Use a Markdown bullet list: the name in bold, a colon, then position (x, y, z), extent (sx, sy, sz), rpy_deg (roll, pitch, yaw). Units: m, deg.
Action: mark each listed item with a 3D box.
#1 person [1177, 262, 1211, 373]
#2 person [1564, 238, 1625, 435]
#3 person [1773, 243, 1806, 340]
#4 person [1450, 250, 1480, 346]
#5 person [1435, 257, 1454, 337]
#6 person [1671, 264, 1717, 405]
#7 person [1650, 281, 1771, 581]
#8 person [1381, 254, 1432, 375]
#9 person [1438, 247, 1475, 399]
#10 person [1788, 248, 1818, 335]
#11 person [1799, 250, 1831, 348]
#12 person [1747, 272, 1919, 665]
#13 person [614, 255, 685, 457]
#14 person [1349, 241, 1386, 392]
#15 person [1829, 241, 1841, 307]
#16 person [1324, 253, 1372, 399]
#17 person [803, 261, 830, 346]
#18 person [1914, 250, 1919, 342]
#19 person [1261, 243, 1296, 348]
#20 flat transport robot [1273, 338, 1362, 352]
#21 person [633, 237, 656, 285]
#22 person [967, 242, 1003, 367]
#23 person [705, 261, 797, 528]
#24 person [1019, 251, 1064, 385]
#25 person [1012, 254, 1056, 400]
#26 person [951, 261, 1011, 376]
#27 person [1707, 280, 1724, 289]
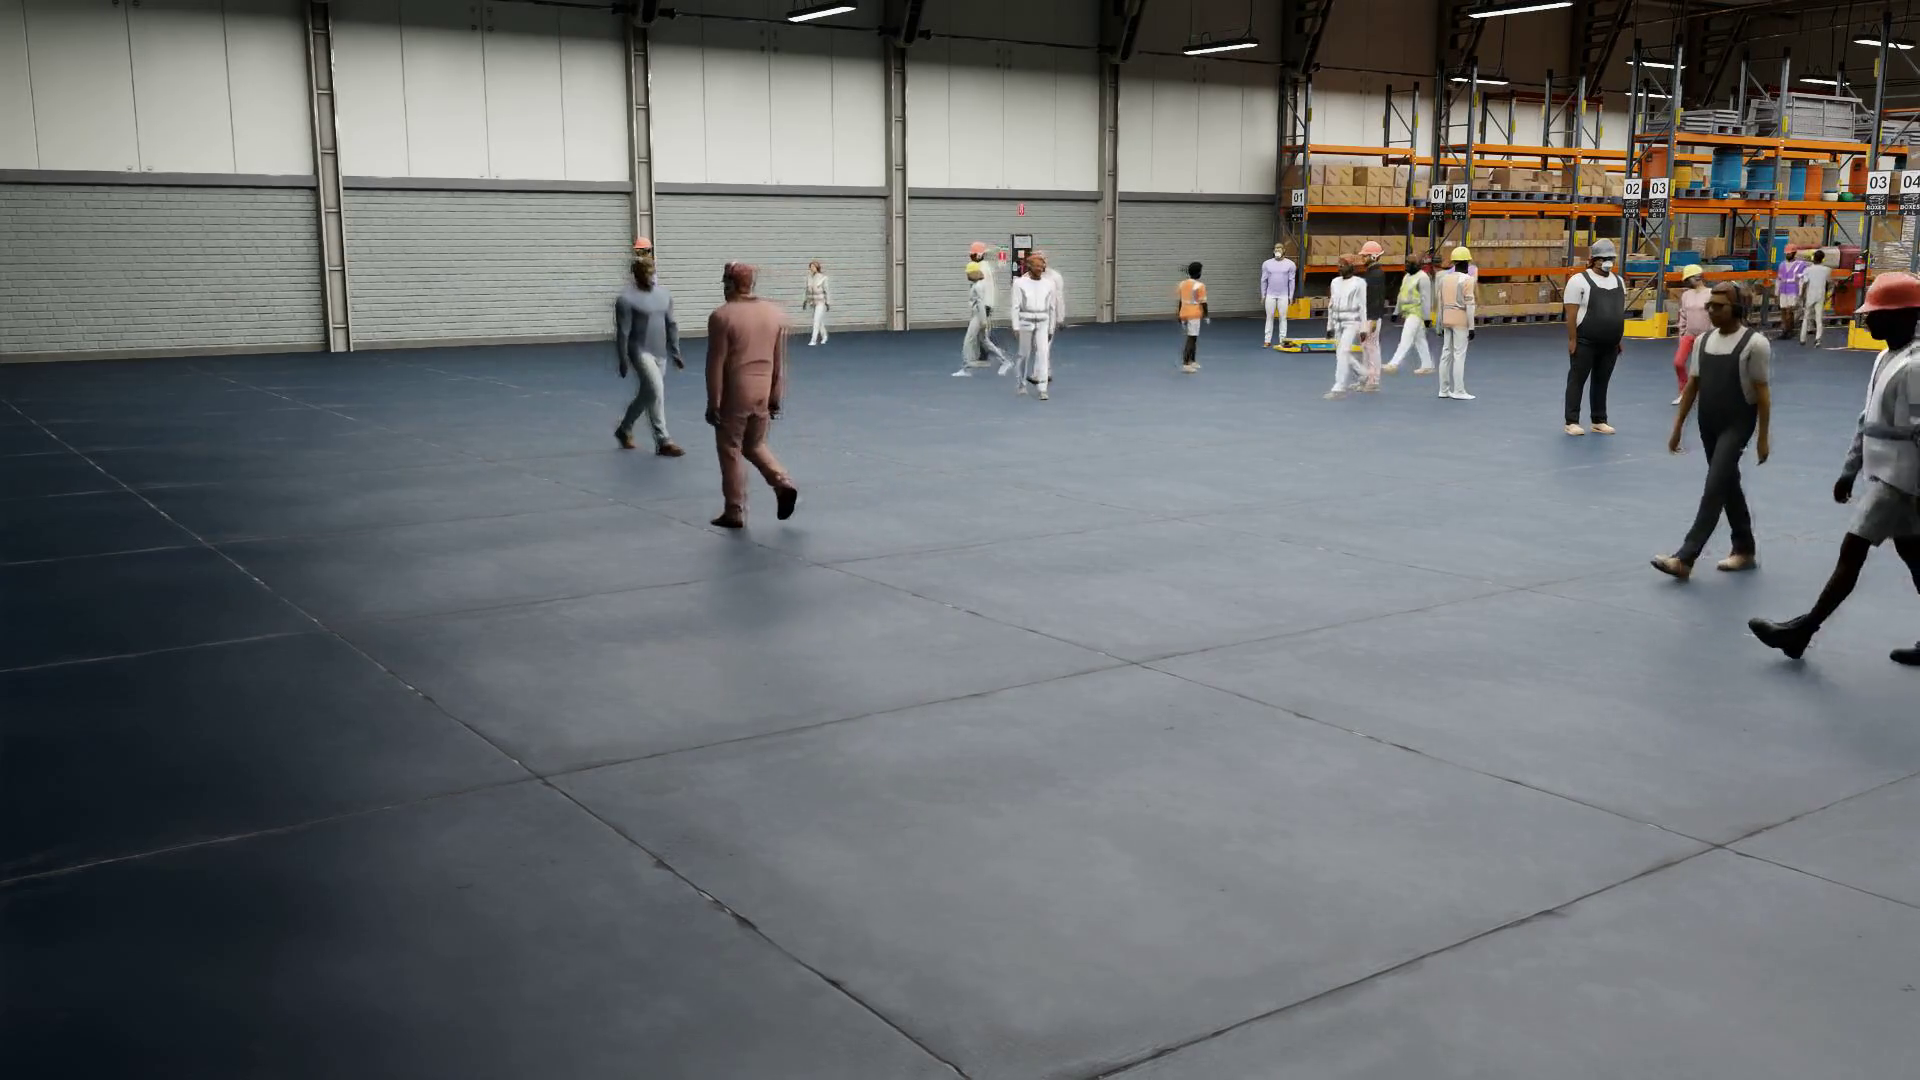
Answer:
- **person**: position (3.608, -3.374, 25.238), extent (0.662, 1.671, 0.558), rpy_deg (-6, 12, -32)
- **person**: position (6.648, -2.108, 17.313), extent (0.672, 2.000, 0.536), rpy_deg (-3, 11, -16)
- **person**: position (16.564, -4.959, 33.272), extent (0.419, 1.920, 0.573), rpy_deg (-7, 12, -32)
- **person**: position (9.395, -4.508, 31.053), extent (0.743, 1.824, 0.604), rpy_deg (-8, 13, -37)
- **person**: position (10.019, -4.998, 34.266), extent (0.286, 1.636, 0.499), rpy_deg (-10, 14, -44)
- **person**: position (8.894, -2.444, 20.037), extent (0.395, 1.730, 0.558), rpy_deg (-7, 12, -33)
- **person**: position (4.565, -0.657, 10.052), extent (0.972, 1.791, 0.540), rpy_deg (-4, 11, -22)
- **person**: position (6.700, -3.356, 24.838), extent (0.961, 1.788, 0.630), rpy_deg (-1, 10, -6)
- **person**: position (6.317, -2.748, 21.126), extent (0.355, 1.930, 0.587), rpy_deg (-5, 12, -26)
- **person**: position (17.775, -5.203, 34.904), extent (0.616, 1.811, 0.604), rpy_deg (-4, 11, -22)
- **person**: position (15.950, -4.491, 31.009), extent (0.489, 1.821, 0.954), rpy_deg (3, 11, 17)
- **person**: position (4.379, -0.329, 7.981), extent (0.999, 1.879, 0.572), rpy_deg (3, 11, 15)
- **person**: position (-3.016, -1.757, 15.828), extent (1.019, 1.896, 0.627), rpy_deg (7, 13, 35)
- **person**: position (5.474, -2.981, 22.228), extent (0.378, 1.995, 0.612), rpy_deg (-1, 10, -4)
- **person**: position (25.231, -7.690, 48.230), extent (0.908, 1.934, 0.605), rpy_deg (5, 12, 28)
- **person**: position (5.014, -2.744, 21.330), extent (0.801, 1.859, 0.600), rpy_deg (-6, 12, -31)
- **person**: position (-2.705, -4.514, 31.706), extent (0.530, 1.610, 0.809), rpy_deg (6, 12, 29)
- **person**: position (17.066, -4.230, 29.329), extent (0.594, 1.894, 0.731), rpy_deg (-1, 10, -8)
- **person**: position (5.867, -4.503, 30.728), extent (0.631, 1.940, 0.372), rpy_deg (3, 11, 16)
- **flat transport robot**: position (6.408, -3.503, 29.817), extent (1.431, 0.197, 0.652), rpy_deg (-1, 10, -7)
- **person**: position (-5.261, -4.031, 27.846), extent (0.380, 2.045, 0.605), rpy_deg (-4, 11, -20)
- **person**: position (0.358, -3.732, 26.399), extent (0.504, 1.981, 0.628), rpy_deg (-1, 10, -6)
- **person**: position (-1.491, -1.009, 11.724), extent (0.557, 1.892, 0.651), rpy_deg (8, 13, 37)
- **person**: position (1.090, -3.090, 23.210), extent (0.656, 1.852, 0.997), rpy_deg (6, 12, 30)
- **person**: position (0.935, -2.735, 21.309), extent (0.576, 1.845, 0.948), rpy_deg (-1, 10, -7)
- **person**: position (0.335, -3.267, 24.605), extent (0.857, 1.706, 0.489), rpy_deg (-1, 10, -3)
- **person**: position (17.540, -5.755, 38.457), extent (0.518, 1.617, 0.366), rpy_deg (10, 14, 42)
